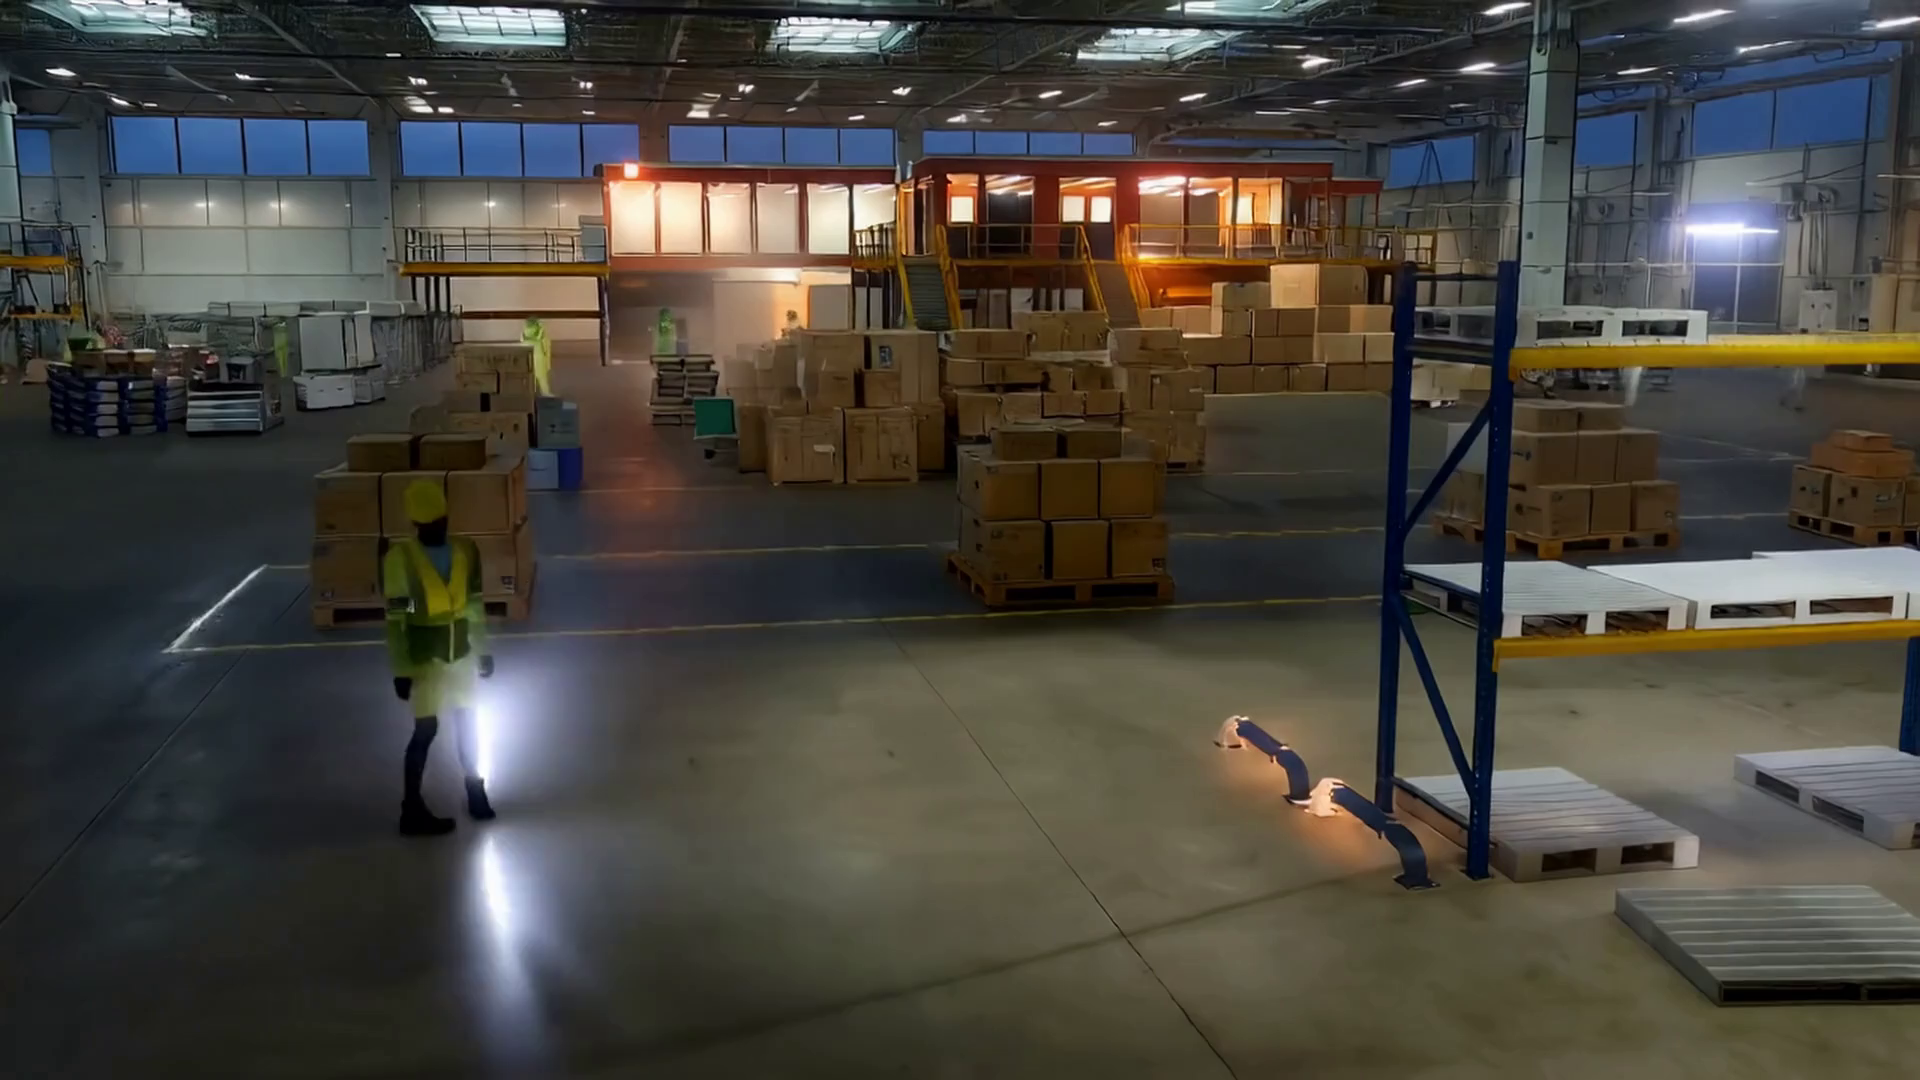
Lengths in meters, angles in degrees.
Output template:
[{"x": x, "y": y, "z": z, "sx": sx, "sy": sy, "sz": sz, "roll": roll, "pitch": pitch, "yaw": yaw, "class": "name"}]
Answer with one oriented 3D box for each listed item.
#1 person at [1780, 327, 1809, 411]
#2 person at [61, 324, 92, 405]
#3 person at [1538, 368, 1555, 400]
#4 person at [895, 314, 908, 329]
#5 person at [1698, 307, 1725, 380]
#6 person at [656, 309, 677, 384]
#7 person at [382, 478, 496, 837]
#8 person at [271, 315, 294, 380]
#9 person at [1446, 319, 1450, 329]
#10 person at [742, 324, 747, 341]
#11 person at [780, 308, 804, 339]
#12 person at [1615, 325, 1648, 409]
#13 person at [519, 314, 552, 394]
[{"x": 17.522, "y": -3.572, "z": 34.796, "sx": 0.540, "sy": 1.755, "sz": 0.459, "roll": -3, "pitch": 10, "yaw": -16, "class": "person"}, {"x": -17.923, "y": -3.466, "z": 33.838, "sx": 0.590, "sy": 1.864, "sz": 0.652, "roll": -2, "pitch": 9, "yaw": -10, "class": "person"}, {"x": 11.823, "y": -3.335, "z": 33.549, "sx": 0.322, "sy": 1.697, "sz": 0.530, "roll": 2, "pitch": 10, "yaw": 13, "class": "person"}, {"x": -1.458, "y": -4.353, "z": 39.106, "sx": 0.948, "sy": 1.897, "sz": 0.648, "roll": -6, "pitch": 11, "yaw": -32, "class": "person"}, {"x": 19.989, "y": -5.201, "z": 44.069, "sx": 0.513, "sy": 1.973, "sz": 0.636, "roll": 2, "pitch": 10, "yaw": 12, "class": "person"}, {"x": -7.496, "y": -4.913, "z": 42.459, "sx": 0.587, "sy": 1.930, "sz": 0.355, "roll": 4, "pitch": 10, "yaw": 23, "class": "person"}, {"x": -2.756, "y": 0.605, "z": 8.869, "sx": 0.426, "sy": 1.915, "sz": 0.616, "roll": 7, "pitch": 12, "yaw": 38, "class": "person"}, {"x": -18.265, "y": -5.200, "z": 44.862, "sx": 0.527, "sy": 1.721, "sz": 0.938, "roll": -5, "pitch": 11, "yaw": -29, "class": "person"}, {"x": 13.561, "y": -5.460, "z": 45.740, "sx": 0.394, "sy": 1.946, "sz": 0.618, "roll": -4, "pitch": 10, "yaw": -25, "class": "person"}, {"x": -7.979, "y": -8.197, "z": 62.527, "sx": 0.414, "sy": 1.893, "sz": 0.676, "roll": 4, "pitch": 10, "yaw": 22, "class": "person"}, {"x": -3.942, "y": -4.396, "z": 38.976, "sx": 0.609, "sy": 2.040, "sz": 0.394, "roll": -6, "pitch": 11, "yaw": -31, "class": "person"}, {"x": 14.391, "y": -3.711, "z": 35.579, "sx": 0.620, "sy": 1.797, "sz": 1.001, "roll": 9, "pitch": 13, "yaw": 44, "class": "person"}, {"x": -9.009, "y": -3.777, "z": 35.198, "sx": 0.701, "sy": 2.000, "sz": 0.551, "roll": 0, "pitch": 9, "yaw": 1, "class": "person"}]
